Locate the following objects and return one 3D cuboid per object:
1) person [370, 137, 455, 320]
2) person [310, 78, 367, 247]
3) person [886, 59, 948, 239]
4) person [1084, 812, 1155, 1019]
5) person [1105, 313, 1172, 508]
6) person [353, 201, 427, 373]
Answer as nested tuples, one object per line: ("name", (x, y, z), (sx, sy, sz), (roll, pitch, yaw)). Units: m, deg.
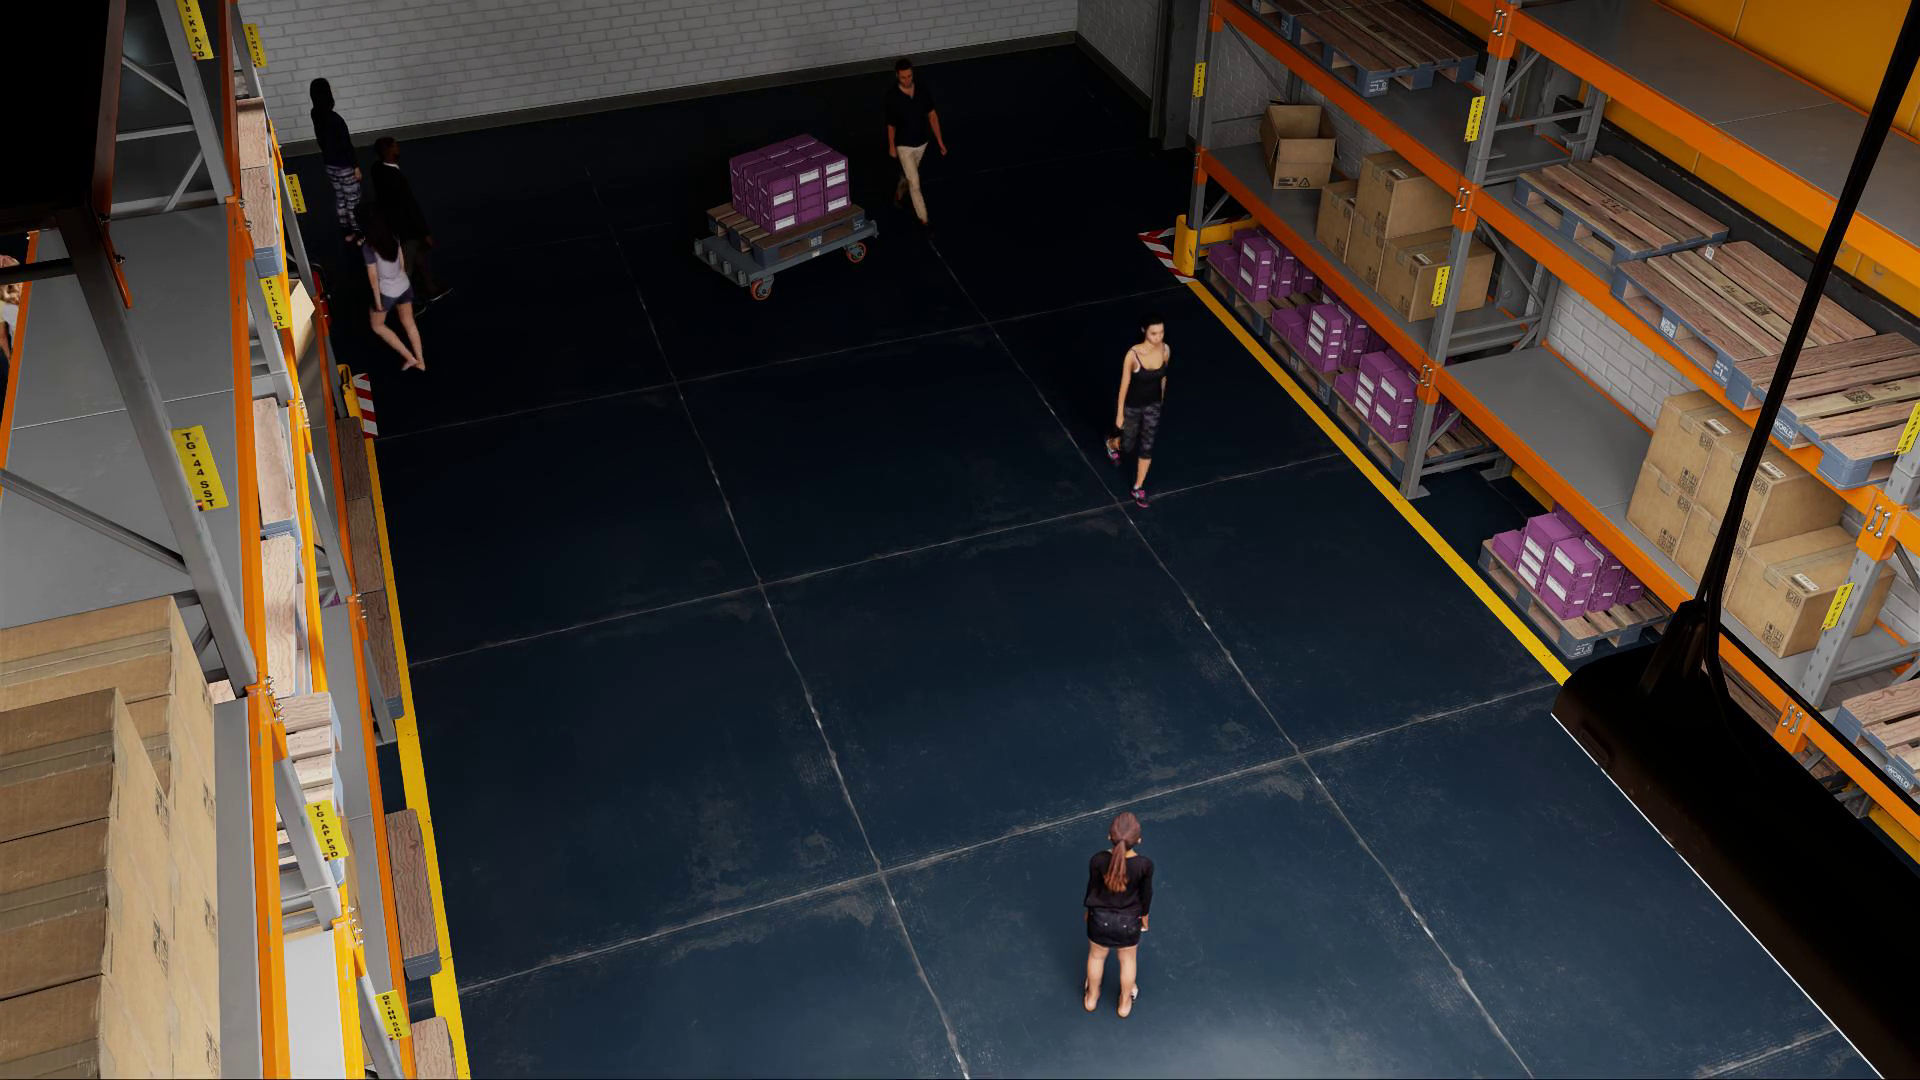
("person", (-5.200, -2.828, 15.274), (0.963, 1.781, 0.970), (-30, 47, -32))
("person", (-6.139, -3.738, 16.453), (0.647, 1.733, 0.748), (24, 44, 27))
("person", (-0.535, -4.006, 16.750), (0.841, 1.780, 1.251), (-23, 44, -26))
("person", (0.869, 2.093, 9.294), (0.620, 1.554, 0.654), (4, 39, 5))
("person", (1.388, -1.090, 13.153), (0.576, 1.713, 0.874), (-16, 41, -19))
("person", (-4.916, -2.163, 14.506), (0.813, 1.701, 0.745), (15, 41, 18))
